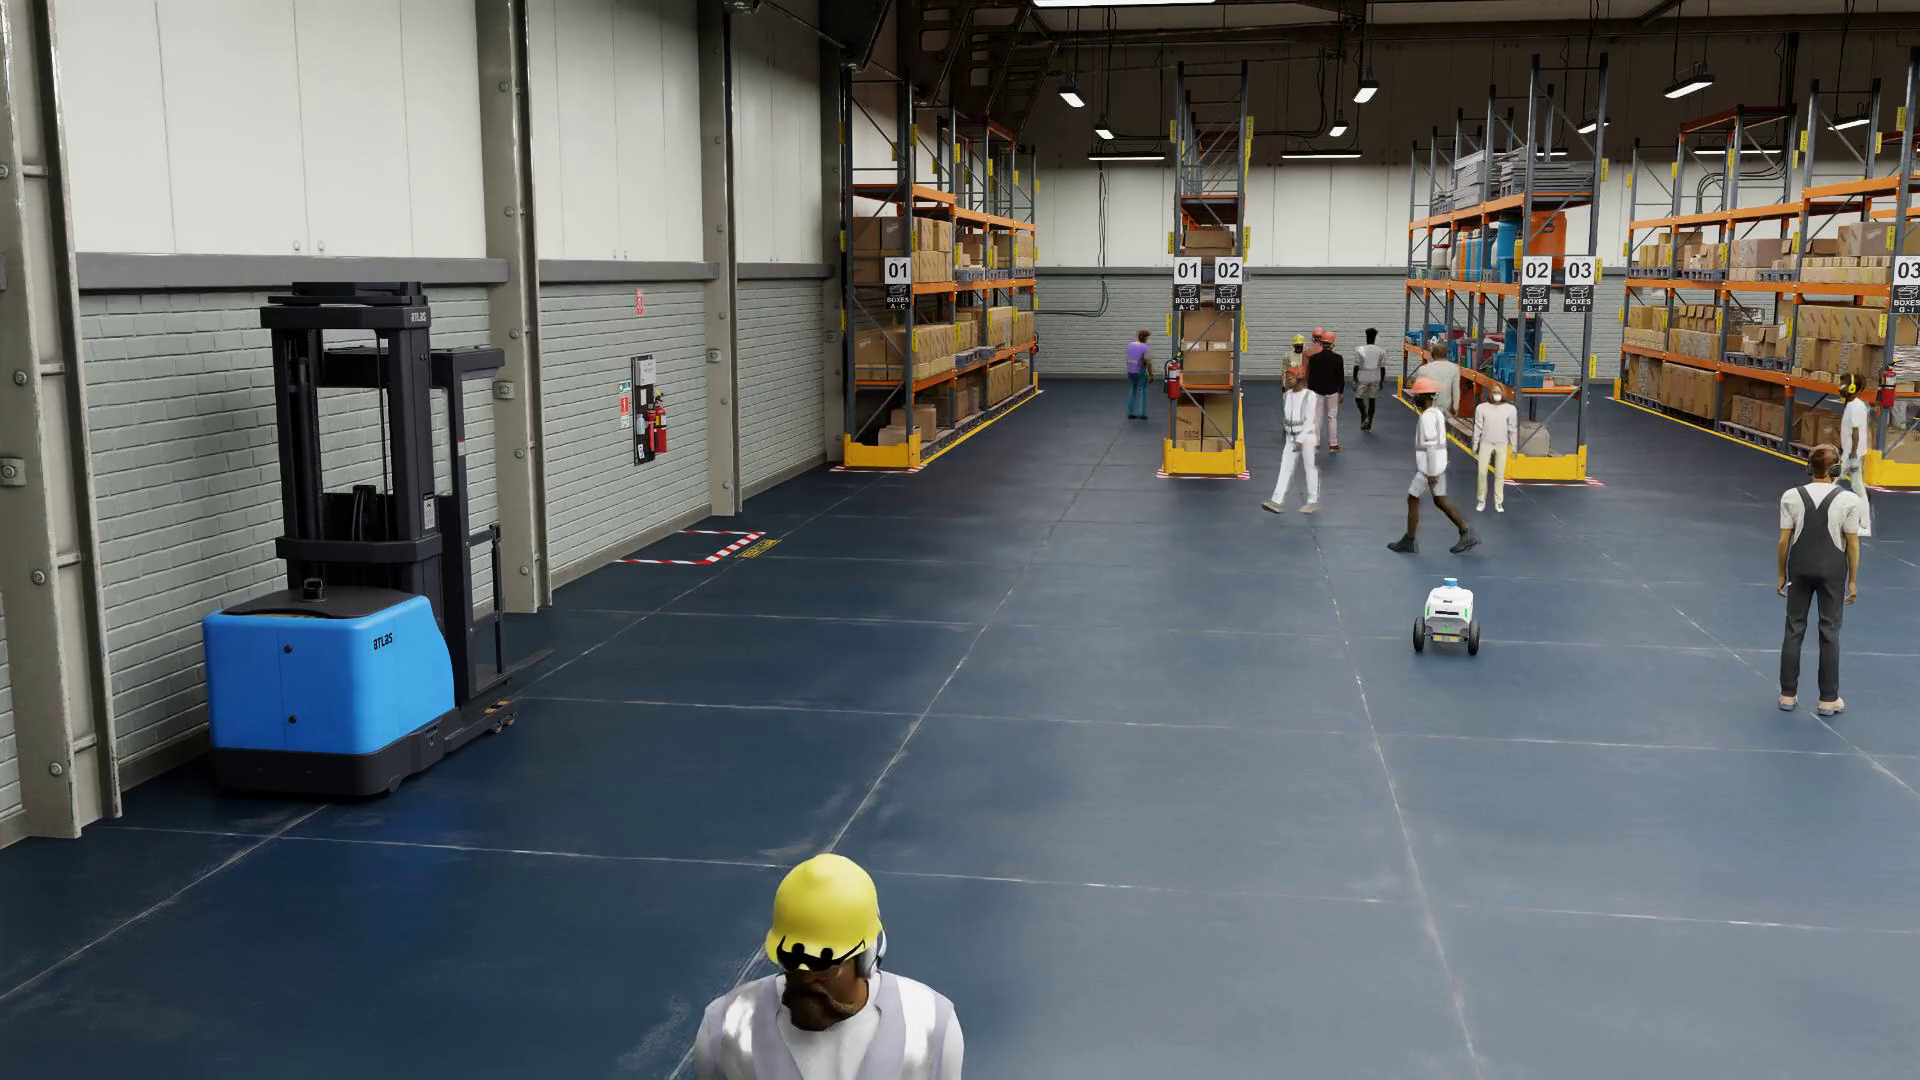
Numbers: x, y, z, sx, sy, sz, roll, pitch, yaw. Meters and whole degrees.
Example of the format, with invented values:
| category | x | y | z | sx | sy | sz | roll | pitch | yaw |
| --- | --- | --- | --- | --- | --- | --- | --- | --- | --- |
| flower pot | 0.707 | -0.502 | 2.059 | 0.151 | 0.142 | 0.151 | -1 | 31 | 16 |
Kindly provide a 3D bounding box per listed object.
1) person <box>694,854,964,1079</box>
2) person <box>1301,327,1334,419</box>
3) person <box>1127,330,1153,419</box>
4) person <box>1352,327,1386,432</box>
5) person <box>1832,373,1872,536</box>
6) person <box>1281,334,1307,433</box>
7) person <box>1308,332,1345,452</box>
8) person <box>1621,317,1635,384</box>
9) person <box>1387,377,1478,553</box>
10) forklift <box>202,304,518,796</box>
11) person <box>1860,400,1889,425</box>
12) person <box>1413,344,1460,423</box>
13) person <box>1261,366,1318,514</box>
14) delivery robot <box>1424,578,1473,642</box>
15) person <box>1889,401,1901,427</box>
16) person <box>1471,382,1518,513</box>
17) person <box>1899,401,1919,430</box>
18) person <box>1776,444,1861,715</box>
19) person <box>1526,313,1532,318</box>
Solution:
| category | x | y | z | sx | sy | sz | roll | pitch | yaw |
| --- | --- | --- | --- | --- | --- | --- | --- | --- | --- |
| person | -0.275 | 1.537 | 3.530 | 0.601 | 1.828 | 0.404 | -1 | 9 | -5 |
| person | 6.616 | -2.947 | 30.791 | 0.619 | 1.964 | 0.482 | 0 | 9 | -1 |
| person | 3.620 | -3.354 | 33.792 | 0.429 | 1.820 | 0.591 | -8 | 12 | -39 |
| person | 7.634 | -2.996 | 31.097 | 0.640 | 1.952 | 0.420 | 0 | 9 | -1 |
| person | 10.057 | -0.972 | 18.971 | 0.820 | 1.838 | 0.493 | 7 | 11 | 36 |
| person | 6.285 | -2.909 | 30.947 | 0.600 | 1.829 | 0.404 | 2 | 9 | 11 |
| person | 6.113 | -2.472 | 27.750 | 0.611 | 1.996 | 0.379 | 5 | 10 | 29 |
| person | 15.960 | -4.354 | 39.605 | 0.567 | 1.909 | 0.582 | -2 | 9 | -11 |
| person | 5.103 | -0.789 | 17.728 | 0.908 | 1.899 | 0.559 | 5 | 11 | 29 |
| forklift | -3.673 | -0.038 | 10.147 | 1.129 | 2.768 | 1.873 | 1 | 9 | 9 |
| person | 16.474 | -2.730 | 29.895 | 0.622 | 1.819 | 0.751 | 1 | 9 | 9 |
| person | 7.307 | -2.062 | 25.562 | 0.653 | 1.882 | 1.007 | 0 | 9 | 0 |
| person | 4.126 | -1.227 | 20.554 | 0.987 | 1.828 | 0.565 | -7 | 12 | -37 |
| delivery robot | 3.939 | 0.550 | 13.387 | 0.477 | 0.478 | 0.707 | 3 | 10 | 19 |
| person | 16.291 | -2.643 | 29.014 | 0.375 | 1.929 | 0.585 | 4 | 10 | 24 |
| person | 6.682 | -1.153 | 20.785 | 0.584 | 1.622 | 0.319 | 2 | 10 | 15 |
| person | 17.468 | -2.853 | 30.637 | 0.641 | 1.822 | 0.447 | 0 | 9 | 3 |
| person | 5.856 | 0.262 | 11.372 | 0.505 | 1.839 | 0.344 | 7 | 12 | 37 |
| person | 13.688 | -4.489 | 40.226 | 0.617 | 1.986 | 0.406 | -5 | 11 | -30 |
